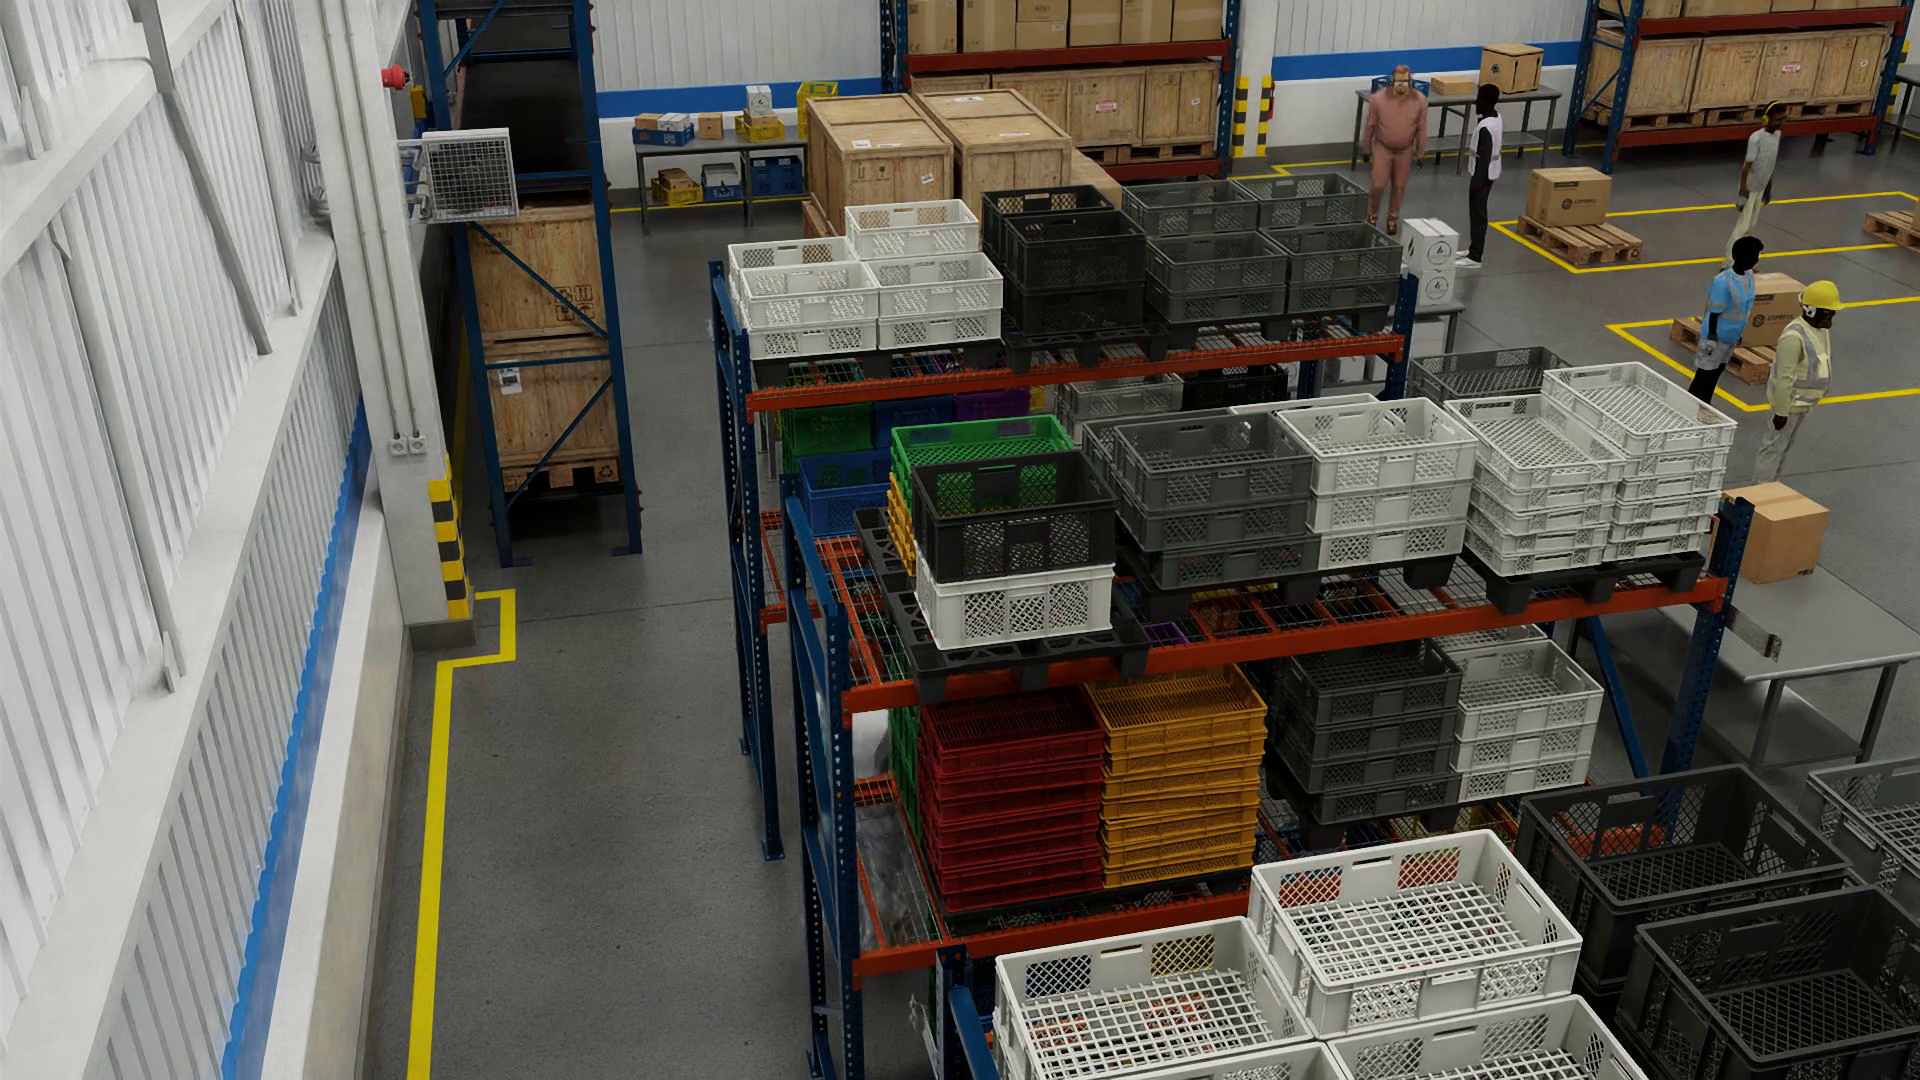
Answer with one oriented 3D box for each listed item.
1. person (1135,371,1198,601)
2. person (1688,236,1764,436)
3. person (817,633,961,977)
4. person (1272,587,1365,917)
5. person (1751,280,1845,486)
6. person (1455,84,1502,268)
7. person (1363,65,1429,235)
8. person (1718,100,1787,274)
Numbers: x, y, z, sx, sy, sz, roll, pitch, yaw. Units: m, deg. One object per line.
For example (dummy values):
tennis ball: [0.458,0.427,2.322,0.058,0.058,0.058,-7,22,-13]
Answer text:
person: [1.377,-0.290,10.897,0.429,1.839,0.634,-19,33,-31]
person: [6.287,-1.688,13.704,0.529,1.692,0.321,-21,35,-35]
person: [-0.291,1.250,7.968,0.658,1.852,0.597,20,34,33]
person: [1.825,1.062,8.238,0.627,1.932,0.363,14,31,25]
person: [6.198,-1.047,12.340,0.403,1.833,0.591,23,35,36]
person: [5.506,-3.834,17.538,0.372,1.917,0.596,11,30,20]
person: [4.835,-4.331,18.509,0.665,1.889,0.431,3,28,5]
person: [8.217,-3.610,17.185,0.538,1.855,0.320,-21,34,-34]
